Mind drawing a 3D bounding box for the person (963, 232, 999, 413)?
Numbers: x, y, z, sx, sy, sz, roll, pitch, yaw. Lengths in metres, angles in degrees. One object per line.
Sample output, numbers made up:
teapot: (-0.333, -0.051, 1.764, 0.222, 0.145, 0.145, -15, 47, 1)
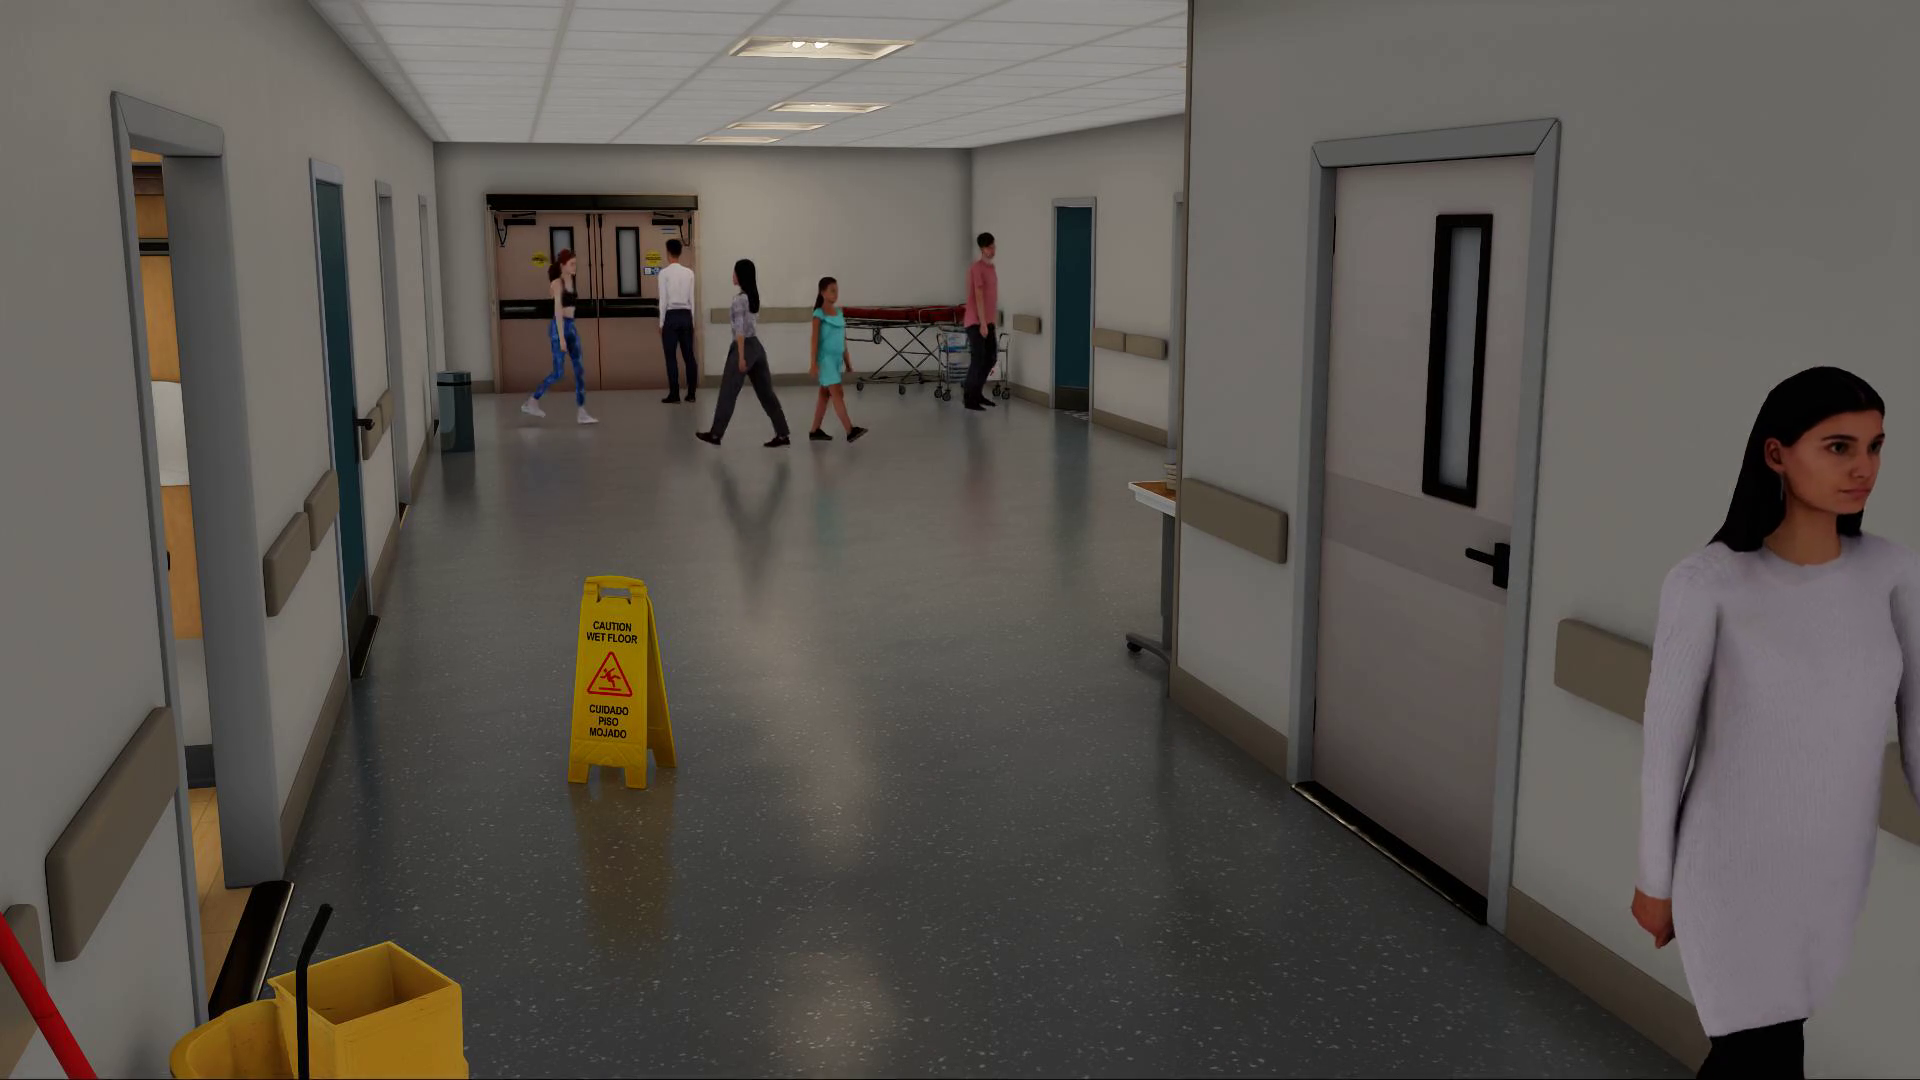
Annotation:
person: (0.184, -2.342, 18.070, 0.909, 1.917, 0.832, 2, 11, 11)

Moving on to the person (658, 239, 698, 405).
person: (-3.246, -2.511, 19.091, 0.699, 1.869, 0.693, -8, 13, -36)

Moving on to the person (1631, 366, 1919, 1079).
person: (1.399, 0.601, 2.956, 0.722, 1.770, 1.081, -2, 11, -8)

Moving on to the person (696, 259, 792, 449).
person: (-1.795, -1.597, 14.780, 1.118, 1.679, 1.160, 4, 11, 20)

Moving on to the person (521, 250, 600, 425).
person: (-4.077, -2.014, 16.796, 0.982, 1.749, 1.054, 2, 11, 10)

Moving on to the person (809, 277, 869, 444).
person: (-1.280, -1.661, 15.509, 1.013, 1.533, 0.927, 7, 13, 32)
